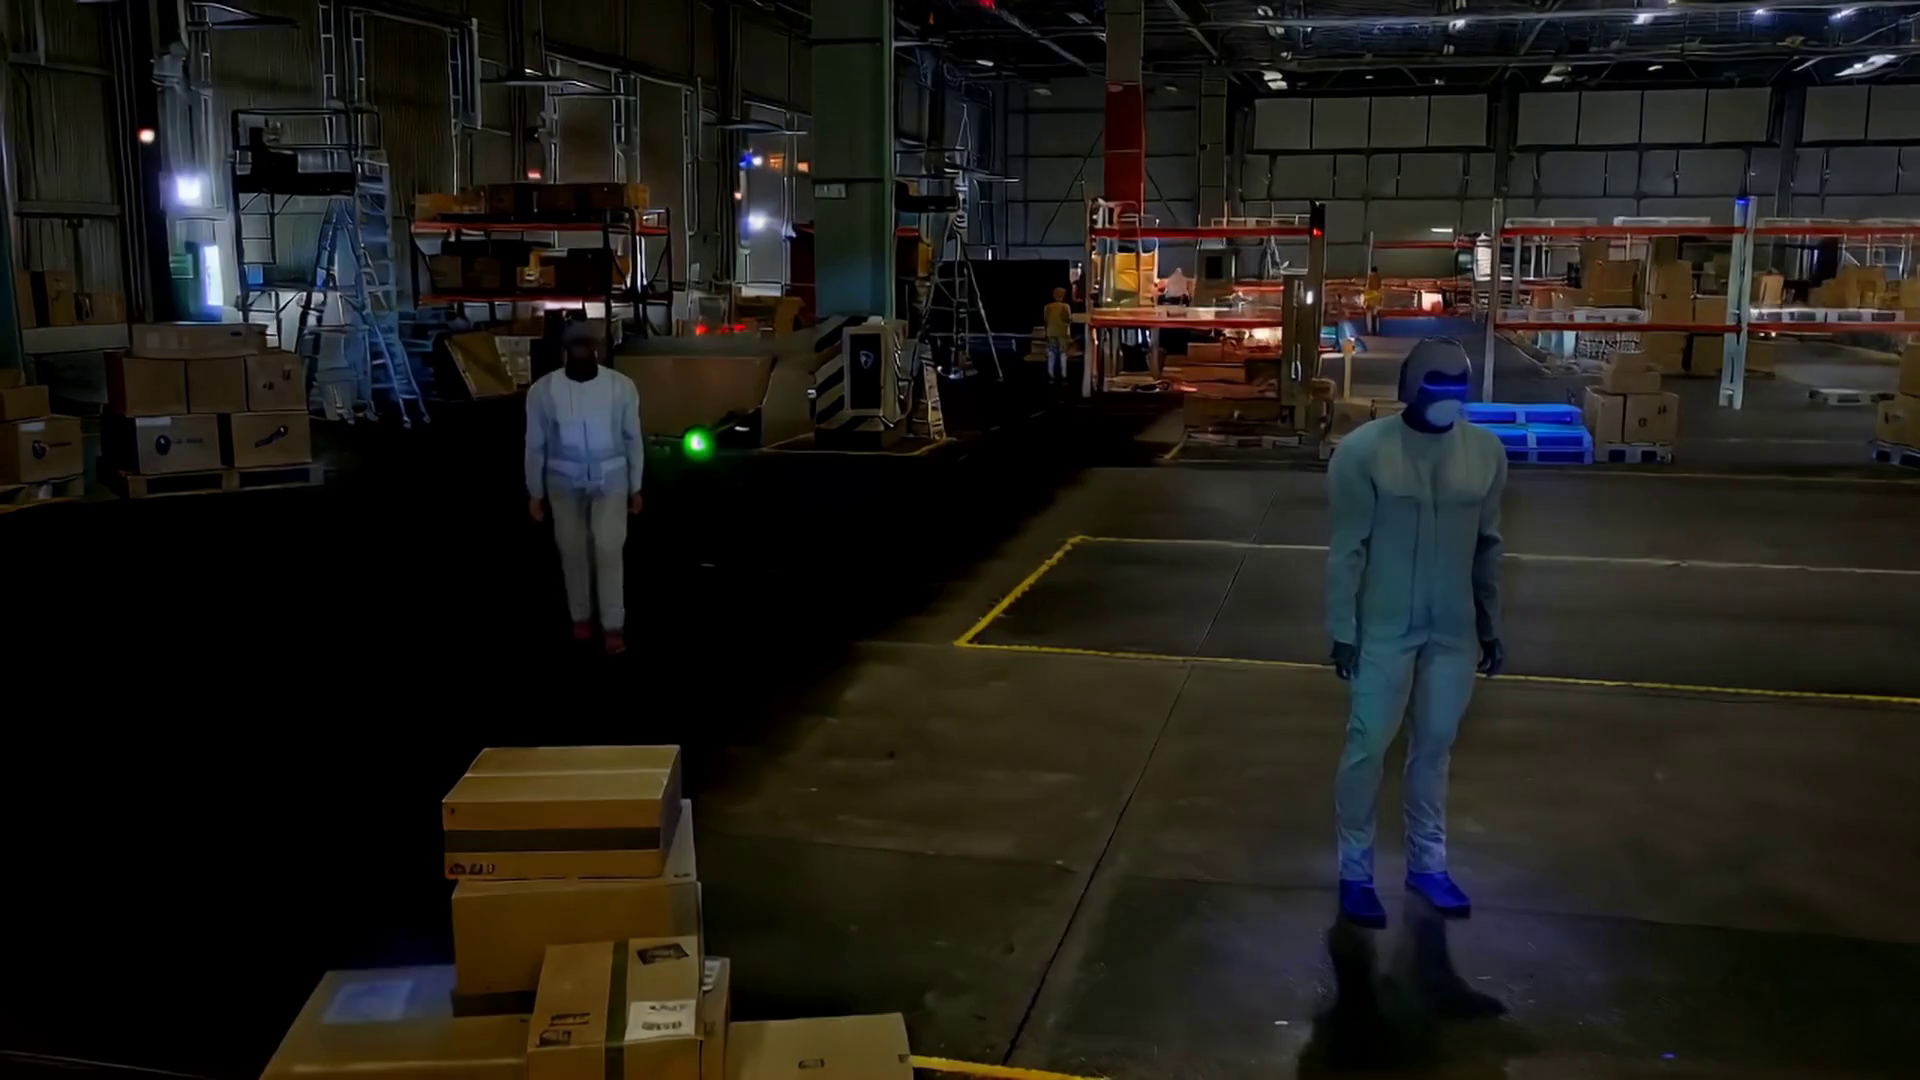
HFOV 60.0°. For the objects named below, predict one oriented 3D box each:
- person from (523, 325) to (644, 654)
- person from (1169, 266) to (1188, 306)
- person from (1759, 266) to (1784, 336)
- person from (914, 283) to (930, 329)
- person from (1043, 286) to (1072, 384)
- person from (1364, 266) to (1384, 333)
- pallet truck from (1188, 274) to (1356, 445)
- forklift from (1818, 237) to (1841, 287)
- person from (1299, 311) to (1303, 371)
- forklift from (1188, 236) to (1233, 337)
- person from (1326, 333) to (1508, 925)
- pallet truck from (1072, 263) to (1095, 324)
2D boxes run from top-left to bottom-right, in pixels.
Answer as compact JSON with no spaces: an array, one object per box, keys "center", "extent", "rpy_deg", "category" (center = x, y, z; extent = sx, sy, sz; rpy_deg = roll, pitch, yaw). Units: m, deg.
[{"center":[-2.064,-0.269,9.161],"extent":[0.652,1.799,0.915],"rpy_deg":[-2,10,-12],"category":"person"},{"center":[7.656,-8.630,58.151],"extent":[0.621,1.874,1.060],"rpy_deg":[5,11,26],"category":"person"},{"center":[22.636,-6.670,46.446],"extent":[0.631,1.940,0.372],"rpy_deg":[1,10,7],"category":"person"},{"center":[-1.139,-7.382,50.674],"extent":[0.544,1.930,0.388],"rpy_deg":[-6,11,-30],"category":"person"},{"center":[1.690,-3.519,28.615],"extent":[0.531,1.692,0.320],"rpy_deg":[5,11,26],"category":"person"},{"center":[11.946,-6.941,48.045],"extent":[0.551,1.936,0.356],"rpy_deg":[0,10,1],"category":"person"},{"center":[3.653,-2.138,19.590],"extent":[1.885,1.965,0.823],"rpy_deg":[-4,10,-20],"category":"pallet truck"},{"center":[27.376,-8.173,52.523],"extent":[1.873,2.768,1.129],"rpy_deg":[2,10,14],"category":"forklift"},{"center":[6.755,-4.115,32.012],"extent":[0.484,1.735,0.344],"rpy_deg":[-8,13,-41],"category":"person"},{"center":[6.974,-7.012,45.692],"extent":[1.129,2.768,1.873],"rpy_deg":[-1,10,-3],"category":"forklift"},{"center":[1.499,0.293,5.466],"extent":[0.627,1.935,0.371],"rpy_deg":[-2,10,-13],"category":"person"},{"center":[4.325,-8.180,55.162],"extent":[0.823,1.965,1.885],"rpy_deg":[6,11,31],"category":"pallet truck"}]
